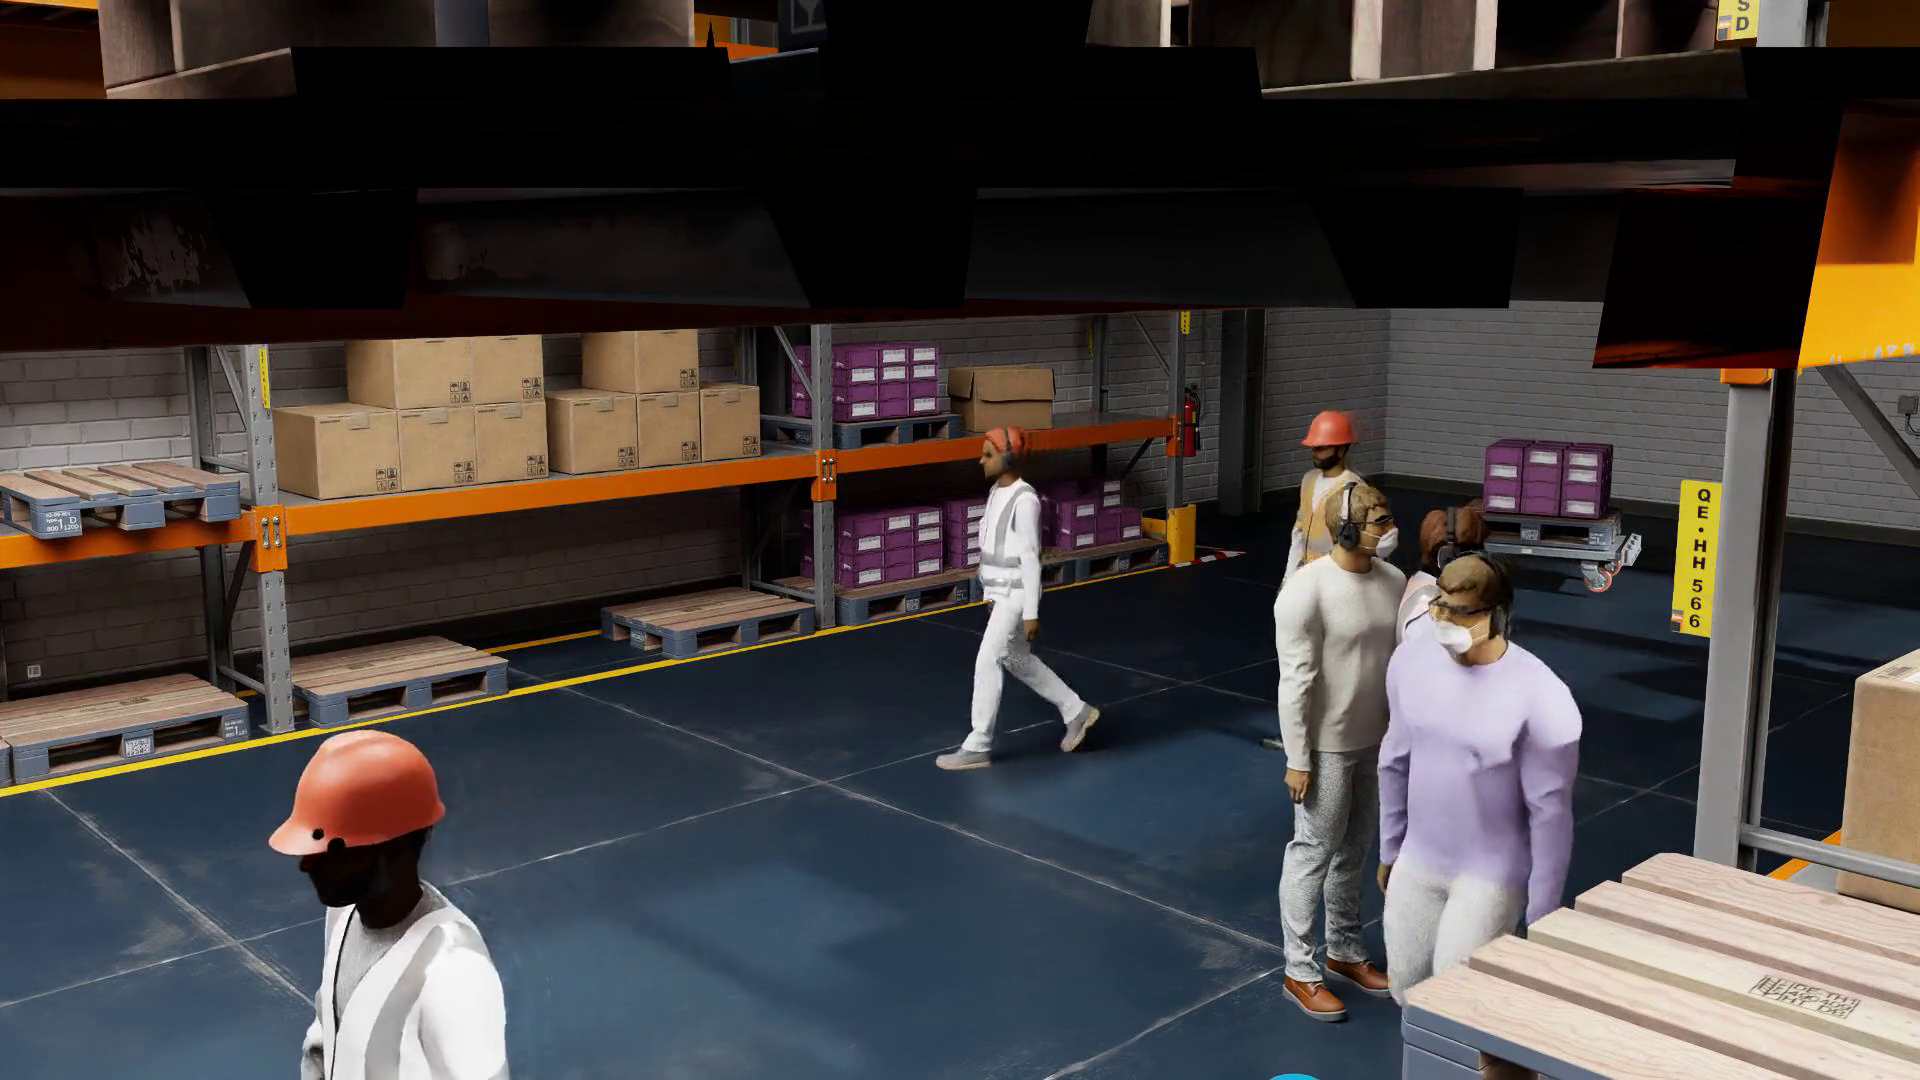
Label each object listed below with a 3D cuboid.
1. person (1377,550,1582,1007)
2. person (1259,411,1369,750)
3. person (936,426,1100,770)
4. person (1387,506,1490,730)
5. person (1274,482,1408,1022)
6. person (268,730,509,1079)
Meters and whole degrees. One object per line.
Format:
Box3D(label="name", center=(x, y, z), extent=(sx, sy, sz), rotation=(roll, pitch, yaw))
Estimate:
Box3D(label="person", center=(1.530, 0.958, 4.885), extent=(0.661, 1.920, 0.630), rotation=(-6, 12, -33))
Box3D(label="person", center=(2.139, 0.210, 9.344), extent=(0.941, 1.903, 0.547), rotation=(-3, 10, -18))
Box3D(label="person", center=(0.335, 0.303, 8.940), extent=(0.894, 1.856, 0.586), rotation=(-2, 10, -13))
Box3D(label="person", center=(1.771, 0.791, 6.090), extent=(0.429, 1.844, 0.627), rotation=(2, 10, 13))
Box3D(label="person", center=(1.400, 0.750, 6.045), extent=(0.634, 1.940, 0.367), rotation=(-8, 12, -37))
Box3D(label="person", center=(-1.038, 1.261, 3.237), extent=(1.008, 1.891, 0.552), rotation=(-7, 12, -35))
